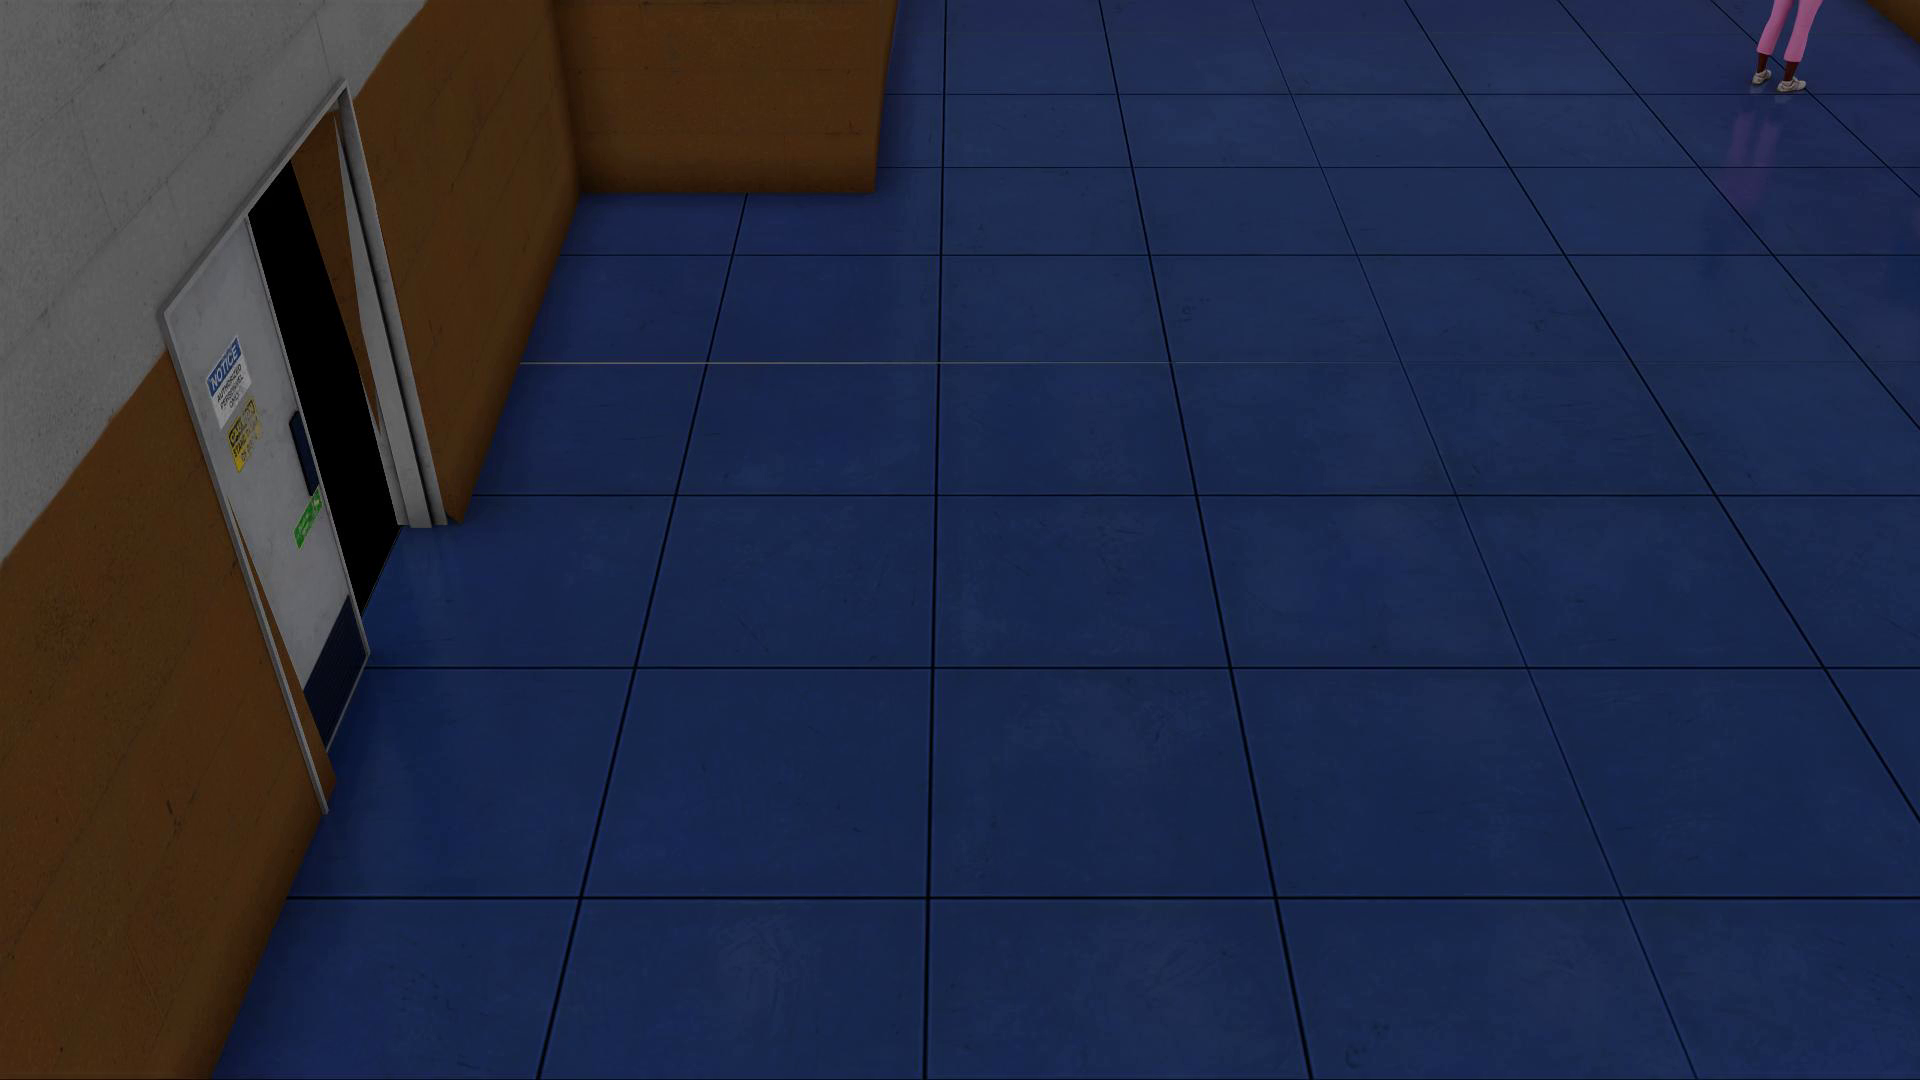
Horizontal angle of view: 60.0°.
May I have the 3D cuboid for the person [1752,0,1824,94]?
[{"bbox_3d":[6.306,-4.231,12.397,0.694,1.741,0.655,-26,44,-30],"label":"person"}]
